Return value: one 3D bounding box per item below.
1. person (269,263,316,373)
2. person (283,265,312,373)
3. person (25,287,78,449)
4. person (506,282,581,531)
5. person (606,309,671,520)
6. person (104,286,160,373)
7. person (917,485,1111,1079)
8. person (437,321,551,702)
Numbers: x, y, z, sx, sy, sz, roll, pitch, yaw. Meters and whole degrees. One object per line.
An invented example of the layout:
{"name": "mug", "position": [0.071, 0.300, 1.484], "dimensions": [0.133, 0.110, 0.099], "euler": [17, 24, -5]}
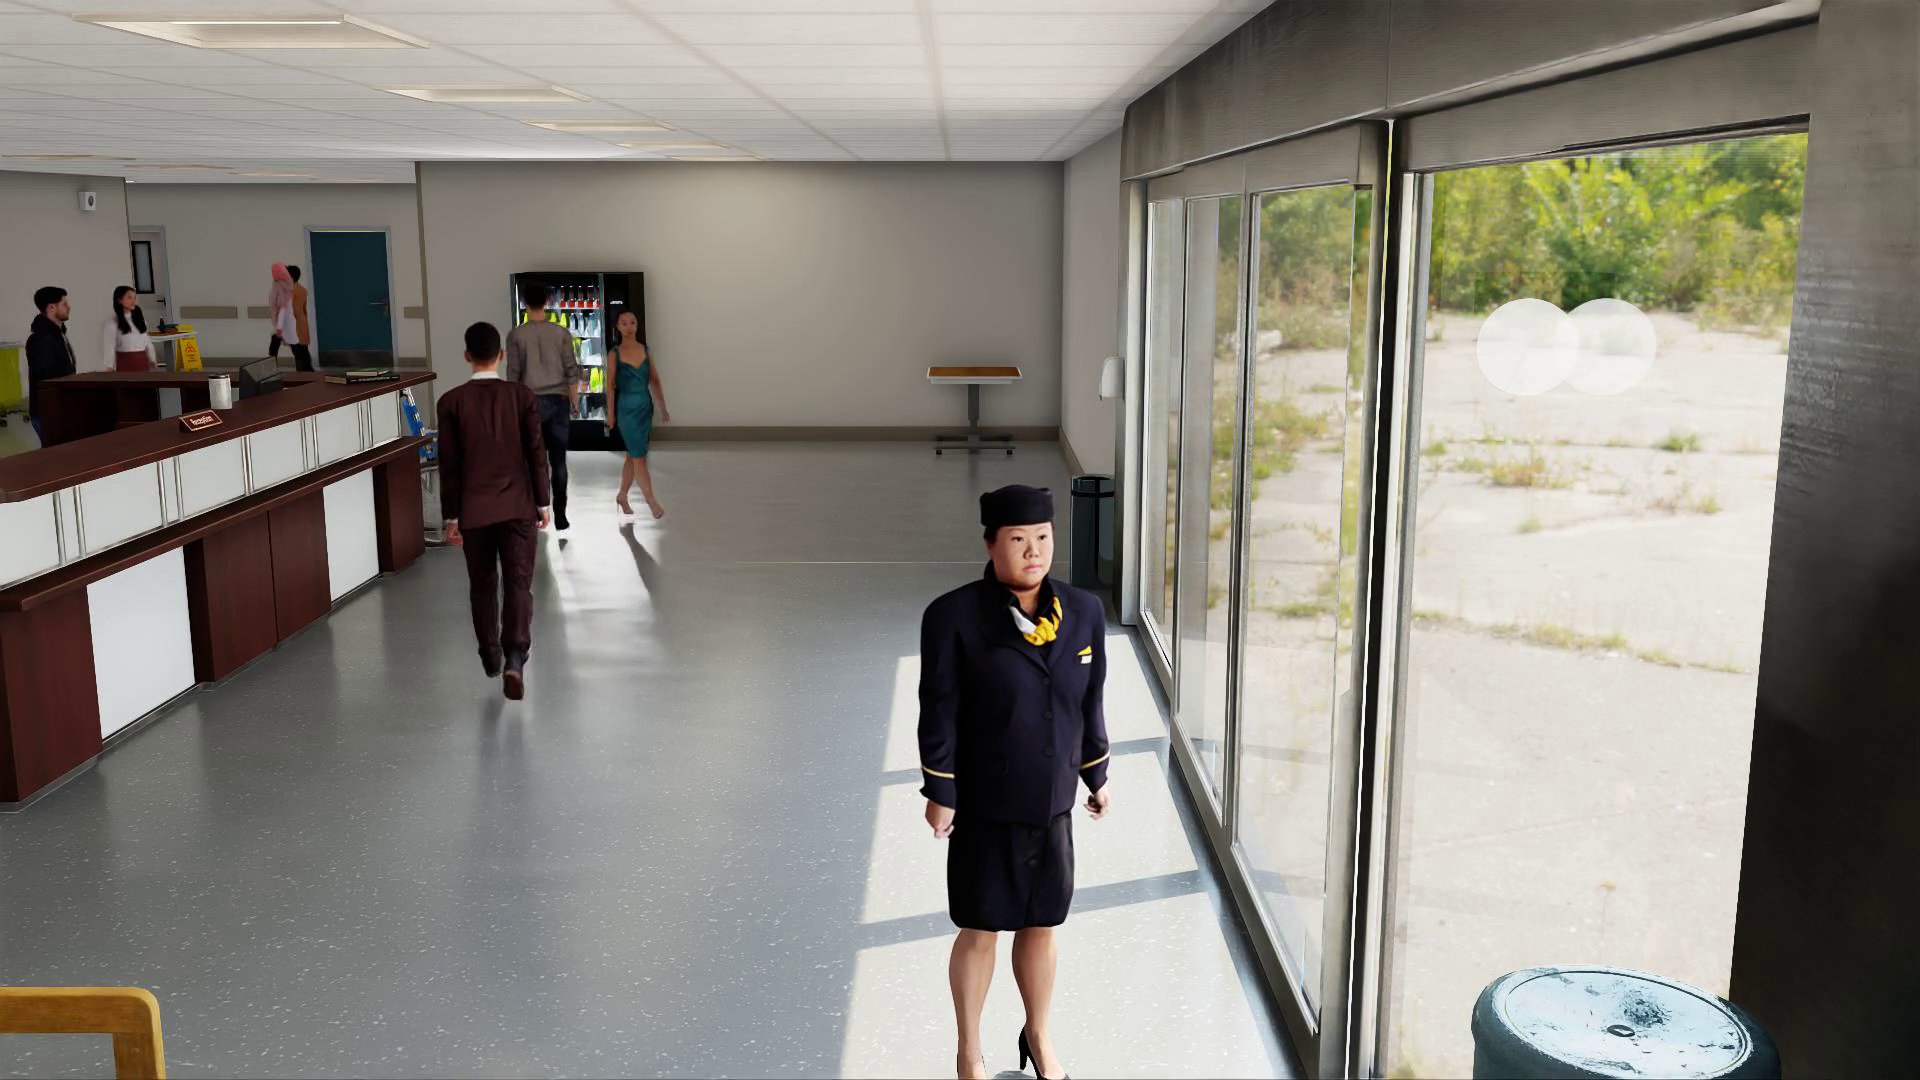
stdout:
{"name": "person", "position": [-9.460, -3.002, 23.621], "dimensions": [1.262, 1.741, 0.977], "euler": [-5, 12, -25]}
{"name": "person", "position": [-9.685, -3.147, 24.313], "dimensions": [0.637, 1.727, 0.658], "euler": [1, 11, 6]}
{"name": "person", "position": [-6.793, -0.924, 12.316], "dimensions": [0.759, 1.875, 0.791], "euler": [-3, 11, -17]}
{"name": "person", "position": [-3.127, -0.971, 12.599], "dimensions": [1.141, 1.862, 0.933], "euler": [-3, 11, -14]}
{"name": "person", "position": [-2.607, -0.961, 13.139], "dimensions": [0.977, 1.641, 1.018], "euler": [-10, 15, -43]}
{"name": "person", "position": [-8.073, -1.579, 16.132], "dimensions": [0.693, 1.738, 0.686], "euler": [4, 12, 21]}
{"name": "person", "position": [0.145, 0.681, 4.404], "dimensions": [0.691, 1.671, 0.835], "euler": [-4, 11, -19]}
{"name": "person", "position": [-2.279, -0.130, 8.207], "dimensions": [1.199, 1.847, 0.914], "euler": [-2, 11, -12]}
